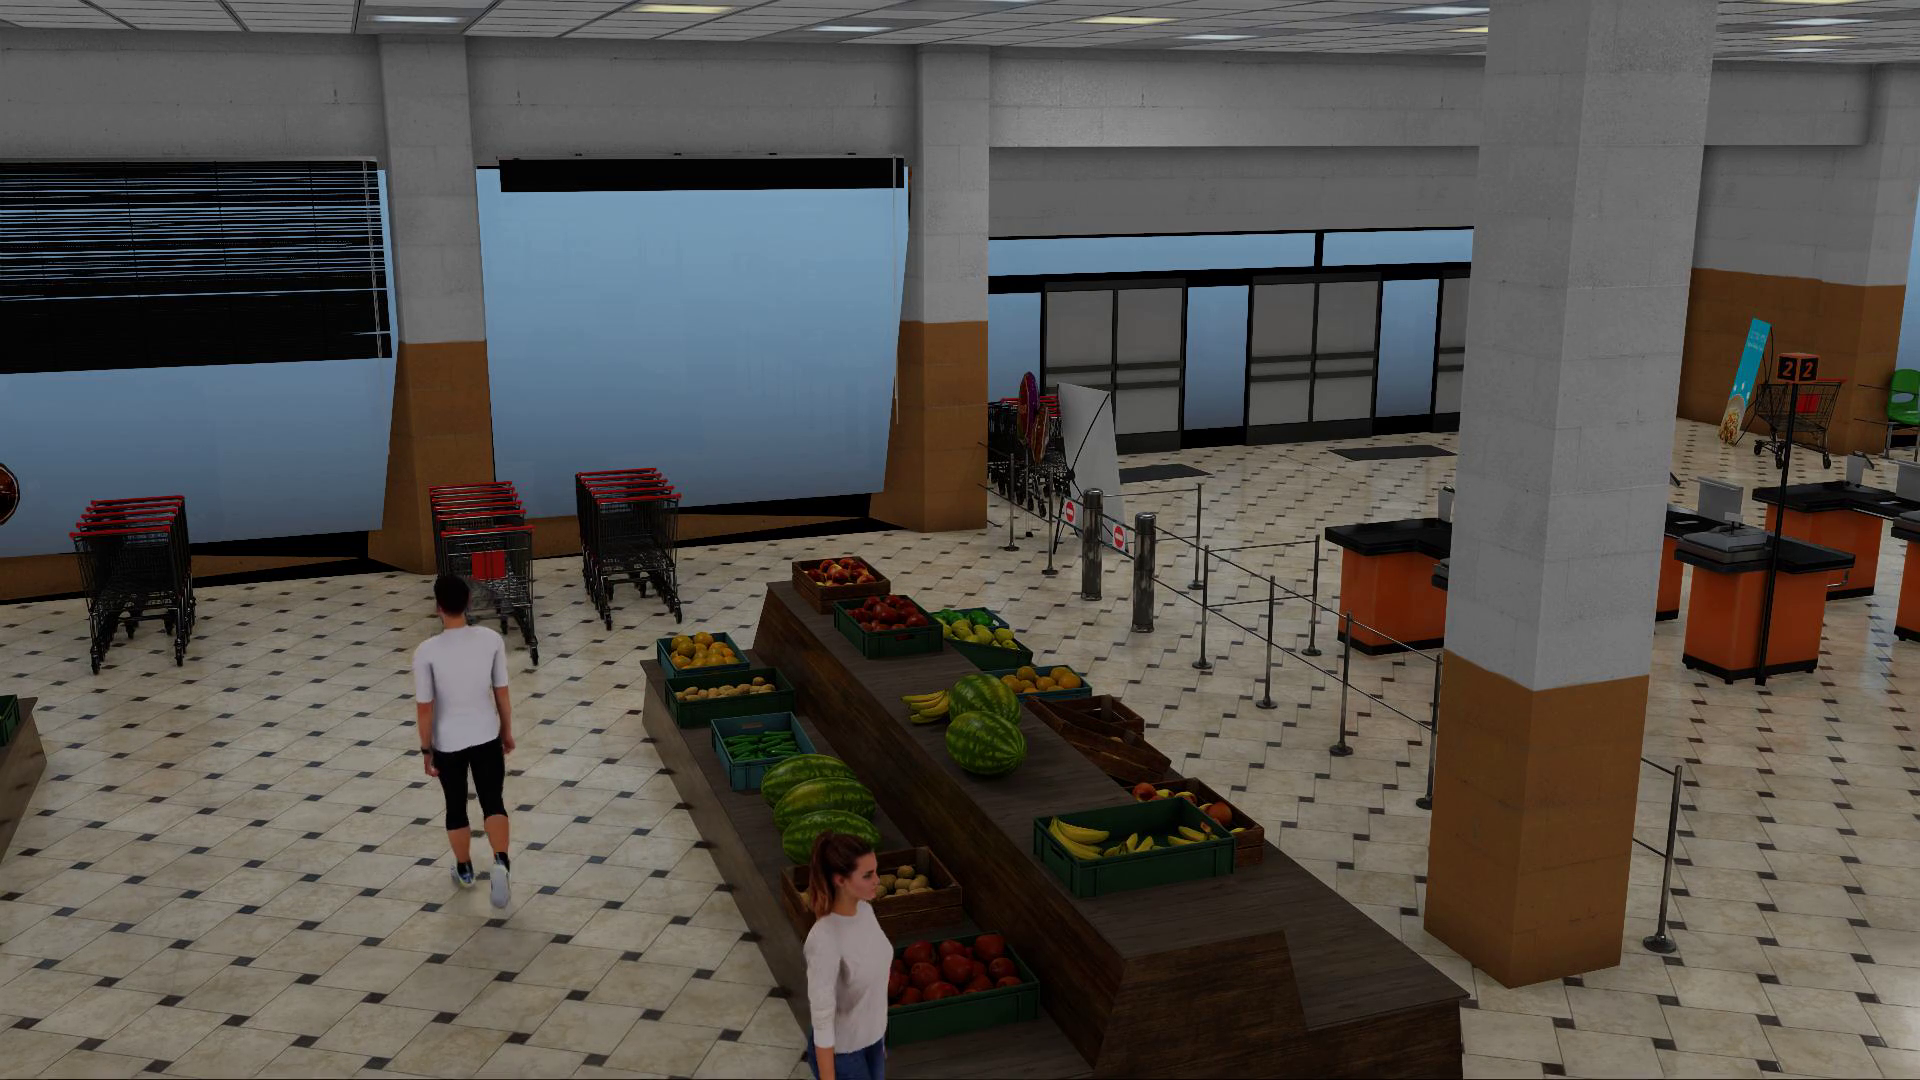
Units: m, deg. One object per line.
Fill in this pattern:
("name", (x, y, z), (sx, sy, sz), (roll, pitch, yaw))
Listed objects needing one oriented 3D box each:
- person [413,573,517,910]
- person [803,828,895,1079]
("person", (-2.636, 1.099, 8.979), (0.752, 1.831, 1.107), (-7, 15, -27))
("person", (-0.478, 1.869, 6.052), (0.852, 1.715, 0.791), (5, 14, 19))
